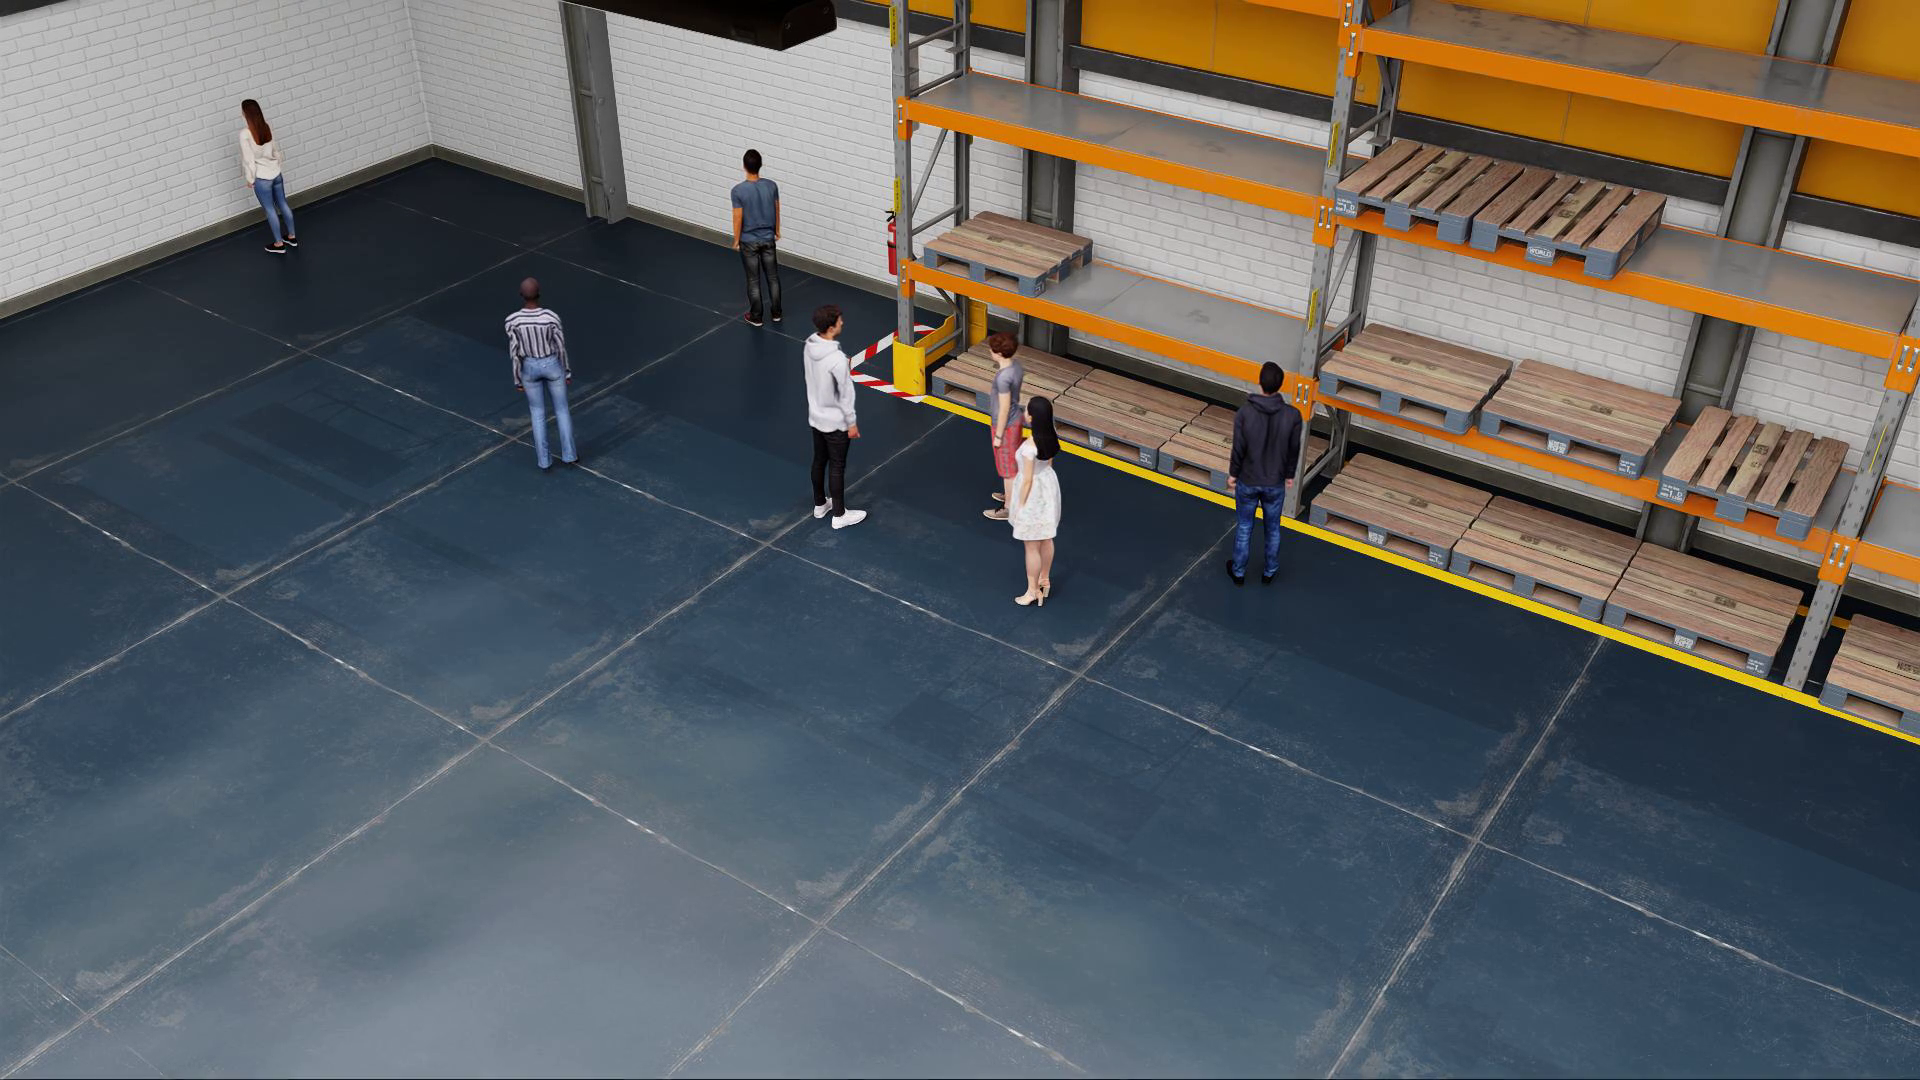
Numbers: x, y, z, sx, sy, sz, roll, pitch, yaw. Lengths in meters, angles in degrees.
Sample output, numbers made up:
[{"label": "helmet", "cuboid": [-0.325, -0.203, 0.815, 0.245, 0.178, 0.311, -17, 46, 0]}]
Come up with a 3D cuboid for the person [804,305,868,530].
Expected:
[{"label": "person", "cuboid": [-1.059, -1.007, 13.423, 0.787, 1.928, 0.580, -27, 42, -35]}]

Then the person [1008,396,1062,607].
[{"label": "person", "cuboid": [0.571, -0.290, 12.483, 0.631, 1.775, 0.647, 19, 38, 26]}]

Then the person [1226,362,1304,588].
[{"label": "person", "cuboid": [2.297, -0.478, 12.658, 0.714, 1.894, 0.820, 0, 34, 1]}]

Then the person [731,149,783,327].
[{"label": "person", "cuboid": [-2.006, -3.005, 16.535, 0.726, 1.810, 0.709, -16, 37, -23]}]

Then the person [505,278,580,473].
[{"label": "person", "cuboid": [-3.537, -1.393, 14.124, 0.698, 1.795, 0.751, -7, 34, -10]}]

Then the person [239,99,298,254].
[{"label": "person", "cuboid": [-7.542, -3.967, 18.090, 0.597, 1.692, 0.649, 15, 36, 21]}]

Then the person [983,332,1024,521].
[{"label": "person", "cuboid": [0.385, -0.935, 13.568, 0.619, 1.648, 0.657, 9, 35, 14]}]
